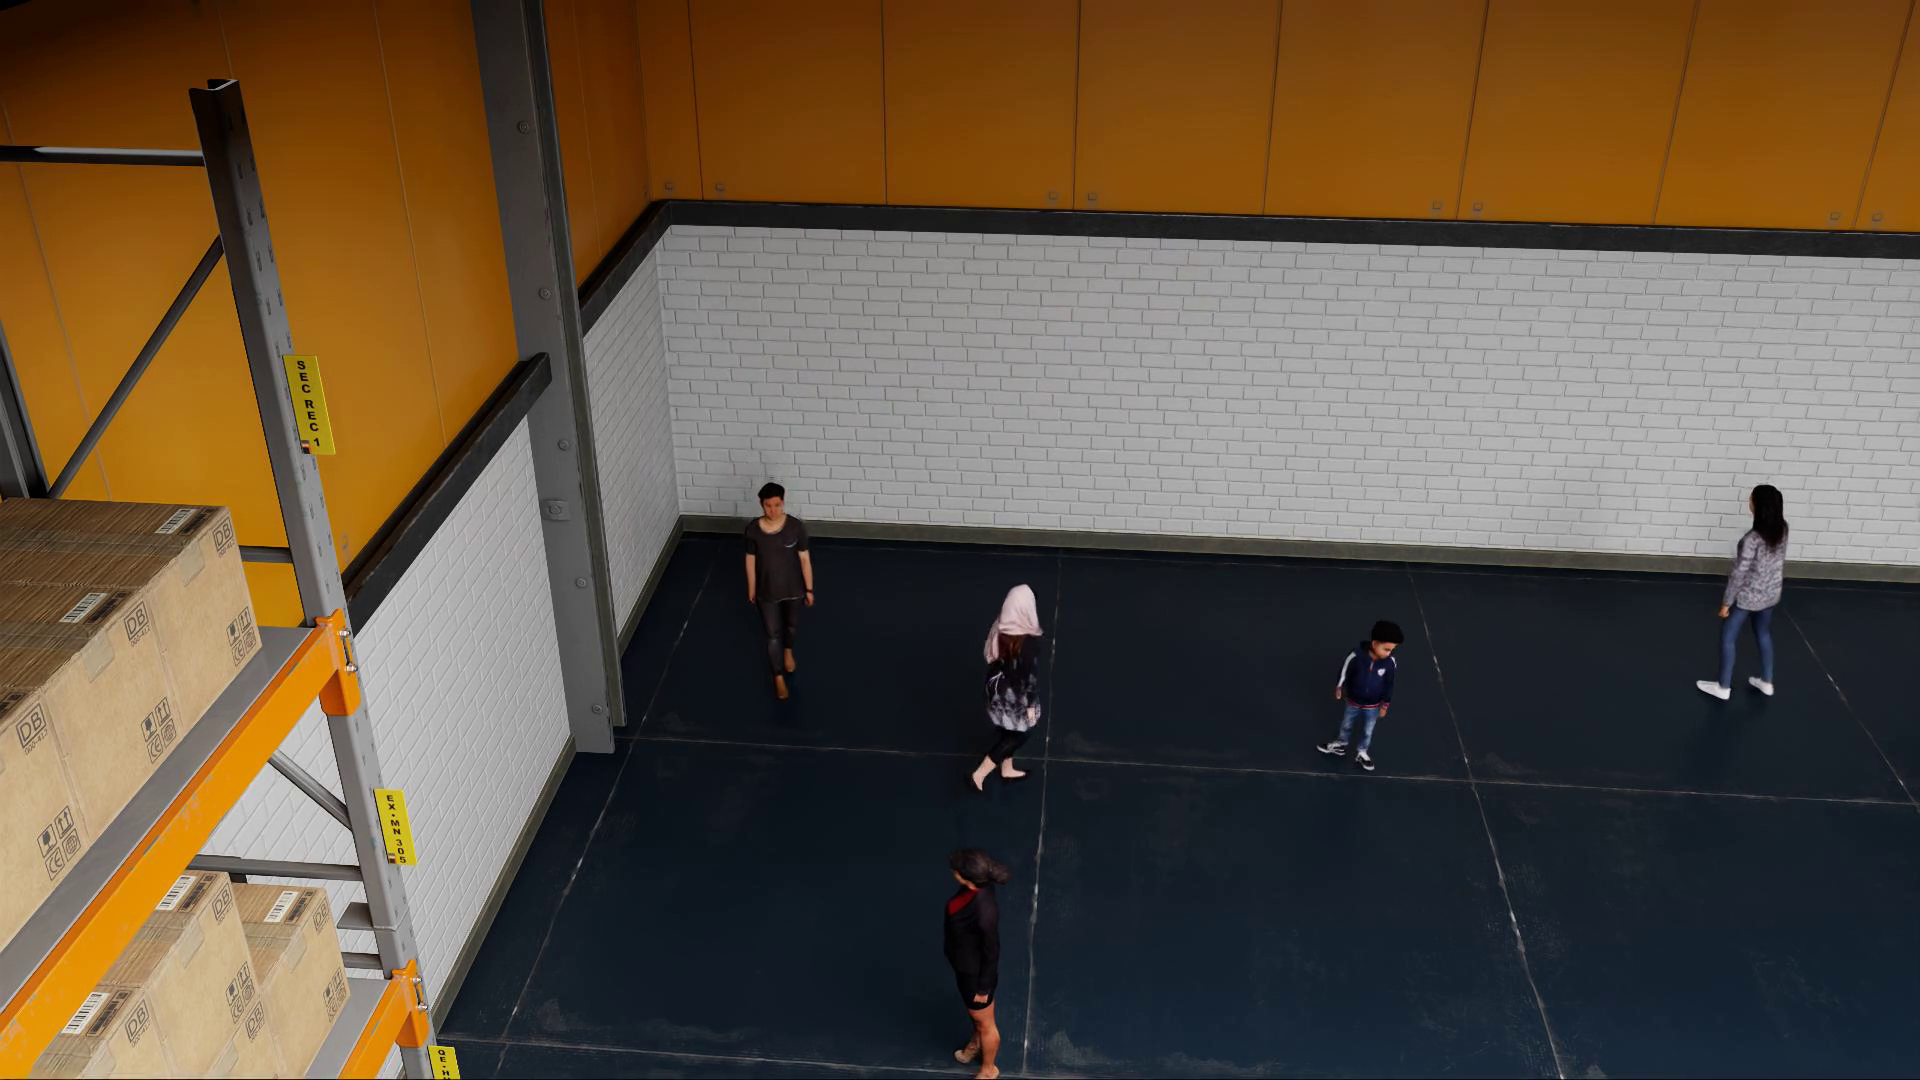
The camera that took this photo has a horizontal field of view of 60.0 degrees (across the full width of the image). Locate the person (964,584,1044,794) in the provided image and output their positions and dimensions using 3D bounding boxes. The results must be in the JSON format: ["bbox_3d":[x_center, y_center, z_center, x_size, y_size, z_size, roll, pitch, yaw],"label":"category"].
[{"bbox_3d":[0.286,1.060,11.179,0.890,1.608,0.881,-19,34,-30],"label":"person"}]

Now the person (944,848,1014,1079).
[{"bbox_3d":[0.088,2.291,8.889,0.660,1.639,0.558,-3,29,-5],"label":"person"}]

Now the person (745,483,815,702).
[{"bbox_3d":[-1.351,0.311,12.482,0.820,1.674,1.096,-5,29,-10],"label":"person"}]

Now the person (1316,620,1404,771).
[{"bbox_3d":[2.798,1.053,11.616,0.683,1.201,0.573,16,33,27],"label":"person"}]

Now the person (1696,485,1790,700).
[{"bbox_3d":[5.863,0.396,12.279,0.821,1.719,0.835,-12,31,-21],"label":"person"}]
